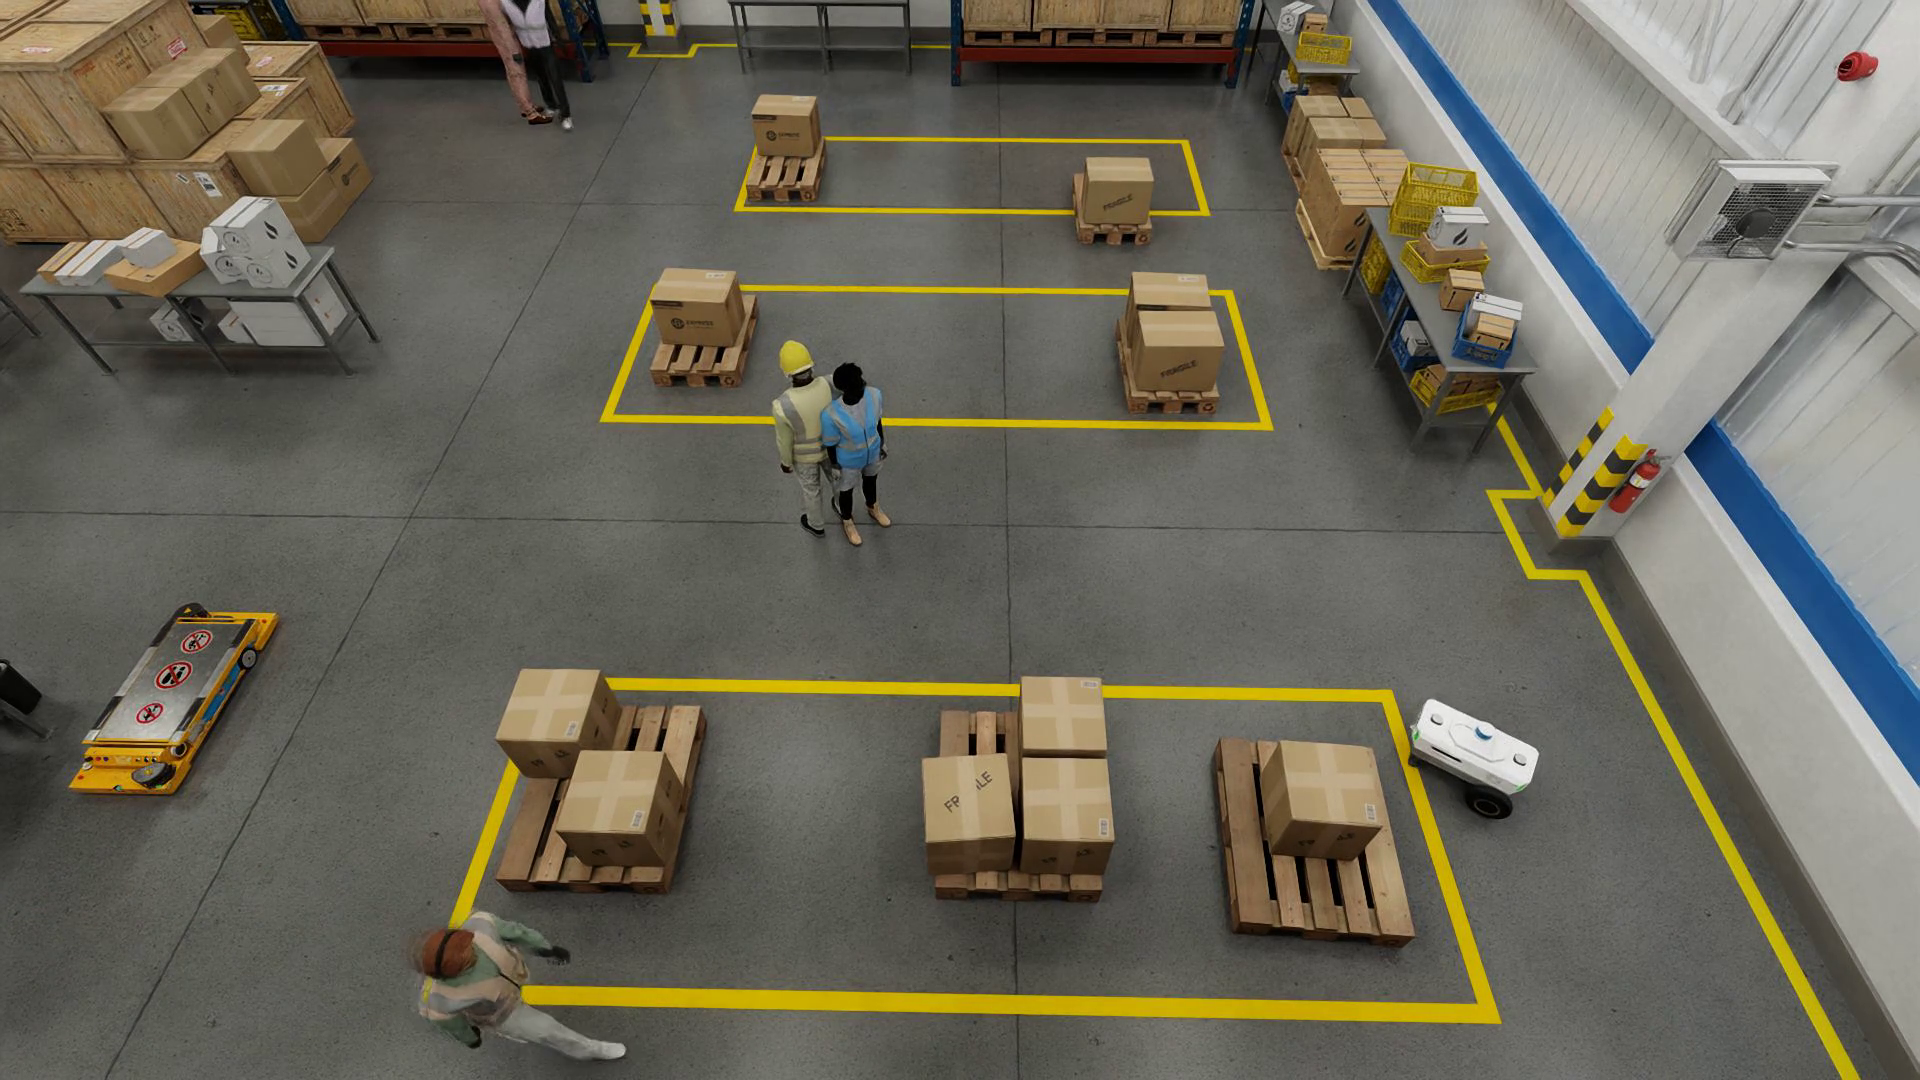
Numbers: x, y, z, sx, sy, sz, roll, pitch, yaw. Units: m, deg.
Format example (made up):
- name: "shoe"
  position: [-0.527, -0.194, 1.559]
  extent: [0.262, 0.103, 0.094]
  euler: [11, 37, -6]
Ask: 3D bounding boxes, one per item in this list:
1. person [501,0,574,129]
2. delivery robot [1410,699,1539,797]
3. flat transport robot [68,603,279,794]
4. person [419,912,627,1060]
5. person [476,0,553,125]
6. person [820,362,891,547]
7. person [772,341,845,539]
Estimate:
- name: "person"
  position: [-5.333, -6.233, 11.566]
  extent: [0.602, 1.917, 0.451]
  euler: [-6, 50, -5]
- name: "delivery robot"
  position: [3.324, 1.346, 5.966]
  extent: [0.707, 0.478, 0.477]
  euler: [27, 55, 21]
- name: "flat transport robot"
  position: [-5.504, 1.072, 6.442]
  extent: [0.652, 0.197, 1.431]
  euler: [1, 50, 1]
- name: "person"
  position: [-2.306, 2.254, 4.577]
  extent: [0.831, 1.593, 0.512]
  euler: [1, 50, 1]
- name: "person"
  position: [-5.704, -6.299, 11.620]
  extent: [0.406, 1.901, 0.639]
  euler: [-26, 55, -20]
- name: "person"
  position: [-0.779, -0.655, 6.972]
  extent: [0.536, 1.700, 0.318]
  euler: [-33, 57, -25]
- name: "person"
  position: [-1.118, -0.735, 6.961]
  extent: [0.588, 1.823, 0.403]
  euler: [-31, 56, -23]
